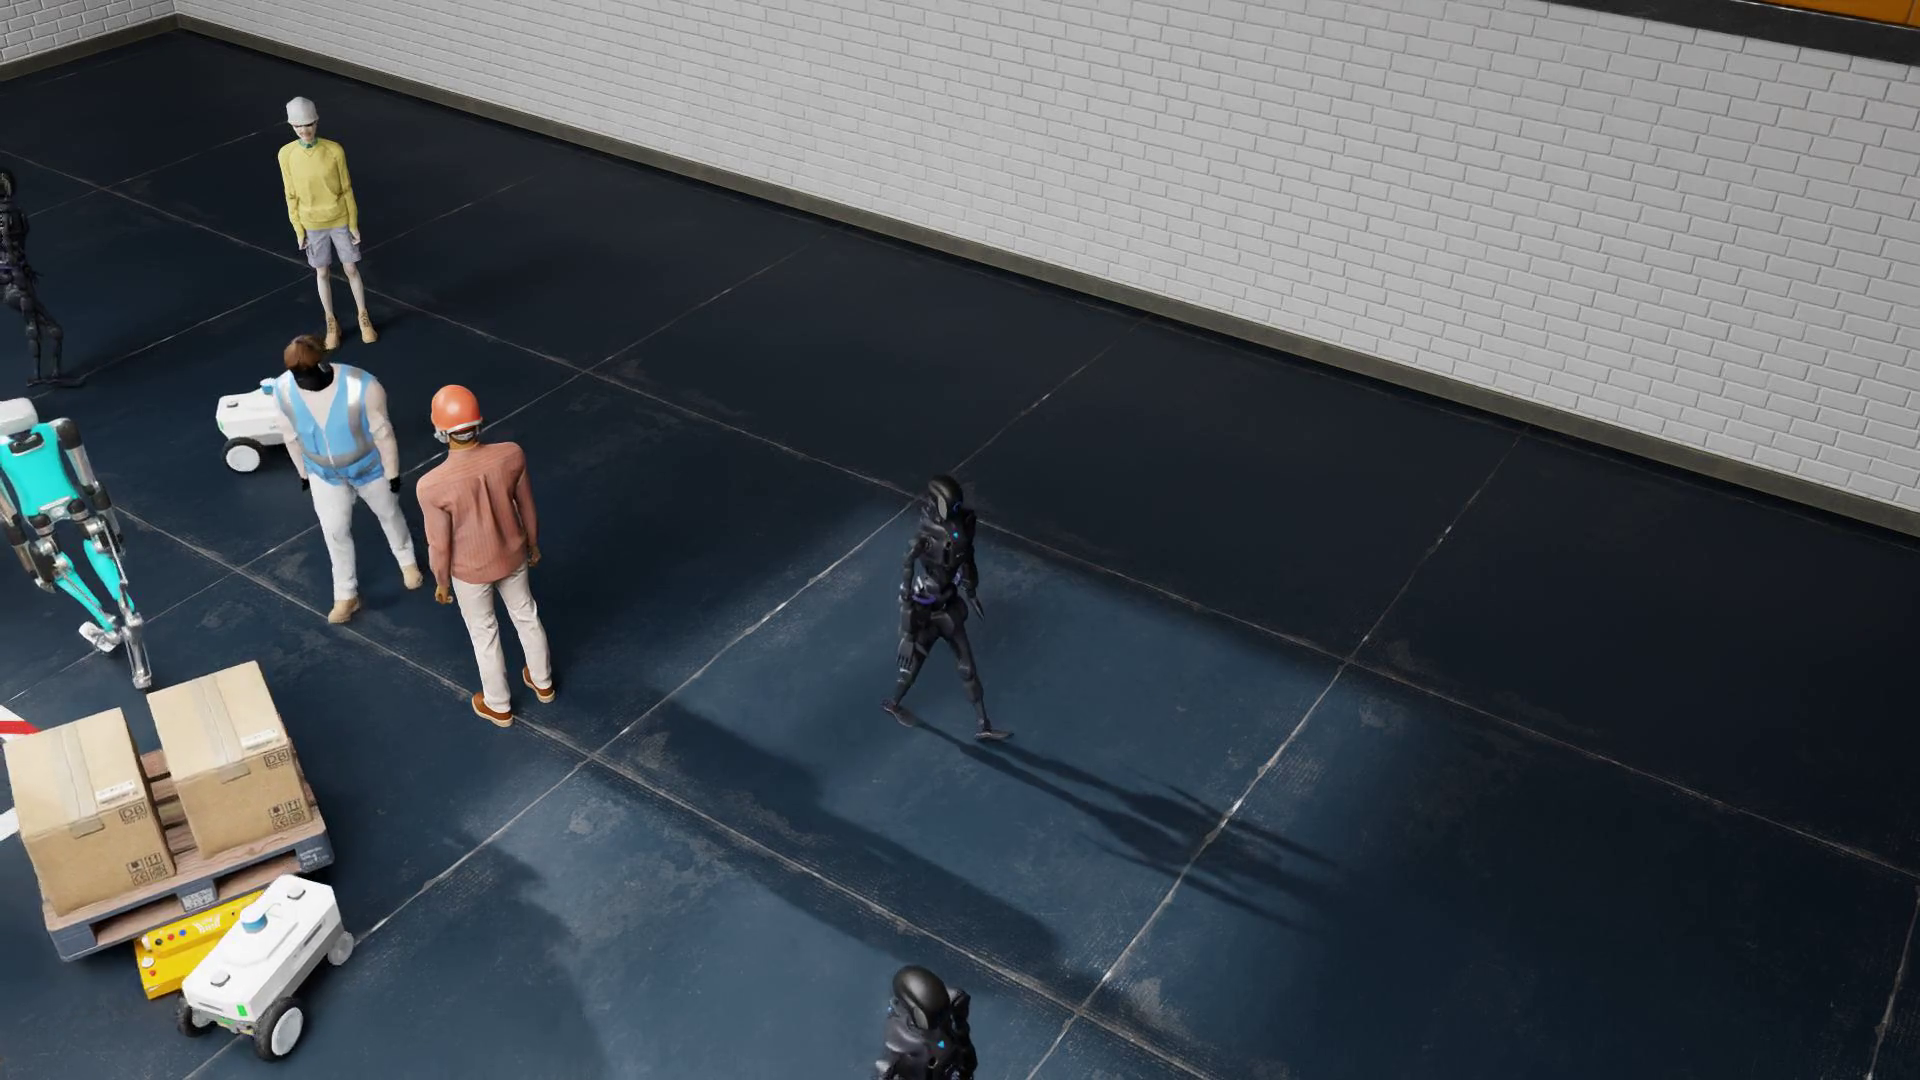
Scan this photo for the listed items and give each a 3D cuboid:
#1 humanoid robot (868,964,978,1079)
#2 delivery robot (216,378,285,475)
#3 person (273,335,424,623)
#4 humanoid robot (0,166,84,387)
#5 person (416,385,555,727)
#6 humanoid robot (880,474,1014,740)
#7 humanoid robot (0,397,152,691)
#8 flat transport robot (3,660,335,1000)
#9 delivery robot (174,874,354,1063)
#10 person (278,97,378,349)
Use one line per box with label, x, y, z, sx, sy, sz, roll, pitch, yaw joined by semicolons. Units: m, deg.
humanoid robot;-0.200;2.061;6.101;0.517;1.644;0.593;23;41;29
delivery robot;-4.578;-0.804;11.156;0.788;0.587;0.499;-8;36;-12
person;-3.501;-0.389;9.498;0.631;1.802;0.676;-2;35;-3
humanoid robot;-6.584;-1.832;11.666;0.429;1.640;0.611;-16;38;-21
person;-2.461;0.089;8.633;0.622;1.992;0.388;-29;44;-35
humanoid robot;-0.088;0.374;8.535;0.785;1.619;0.608;26;42;32
humanoid robot;-4.649;0.124;8.812;0.554;1.719;1.023;-28;44;-34
flat transport robot;-3.727;1.555;8.041;0.659;0.231;1.431;-19;39;-25
delivery robot;-3.063;1.854;7.356;0.499;0.585;0.775;11;36;15
person;-4.642;-2.324;12.170;0.472;1.895;0.385;-11;37;-16
